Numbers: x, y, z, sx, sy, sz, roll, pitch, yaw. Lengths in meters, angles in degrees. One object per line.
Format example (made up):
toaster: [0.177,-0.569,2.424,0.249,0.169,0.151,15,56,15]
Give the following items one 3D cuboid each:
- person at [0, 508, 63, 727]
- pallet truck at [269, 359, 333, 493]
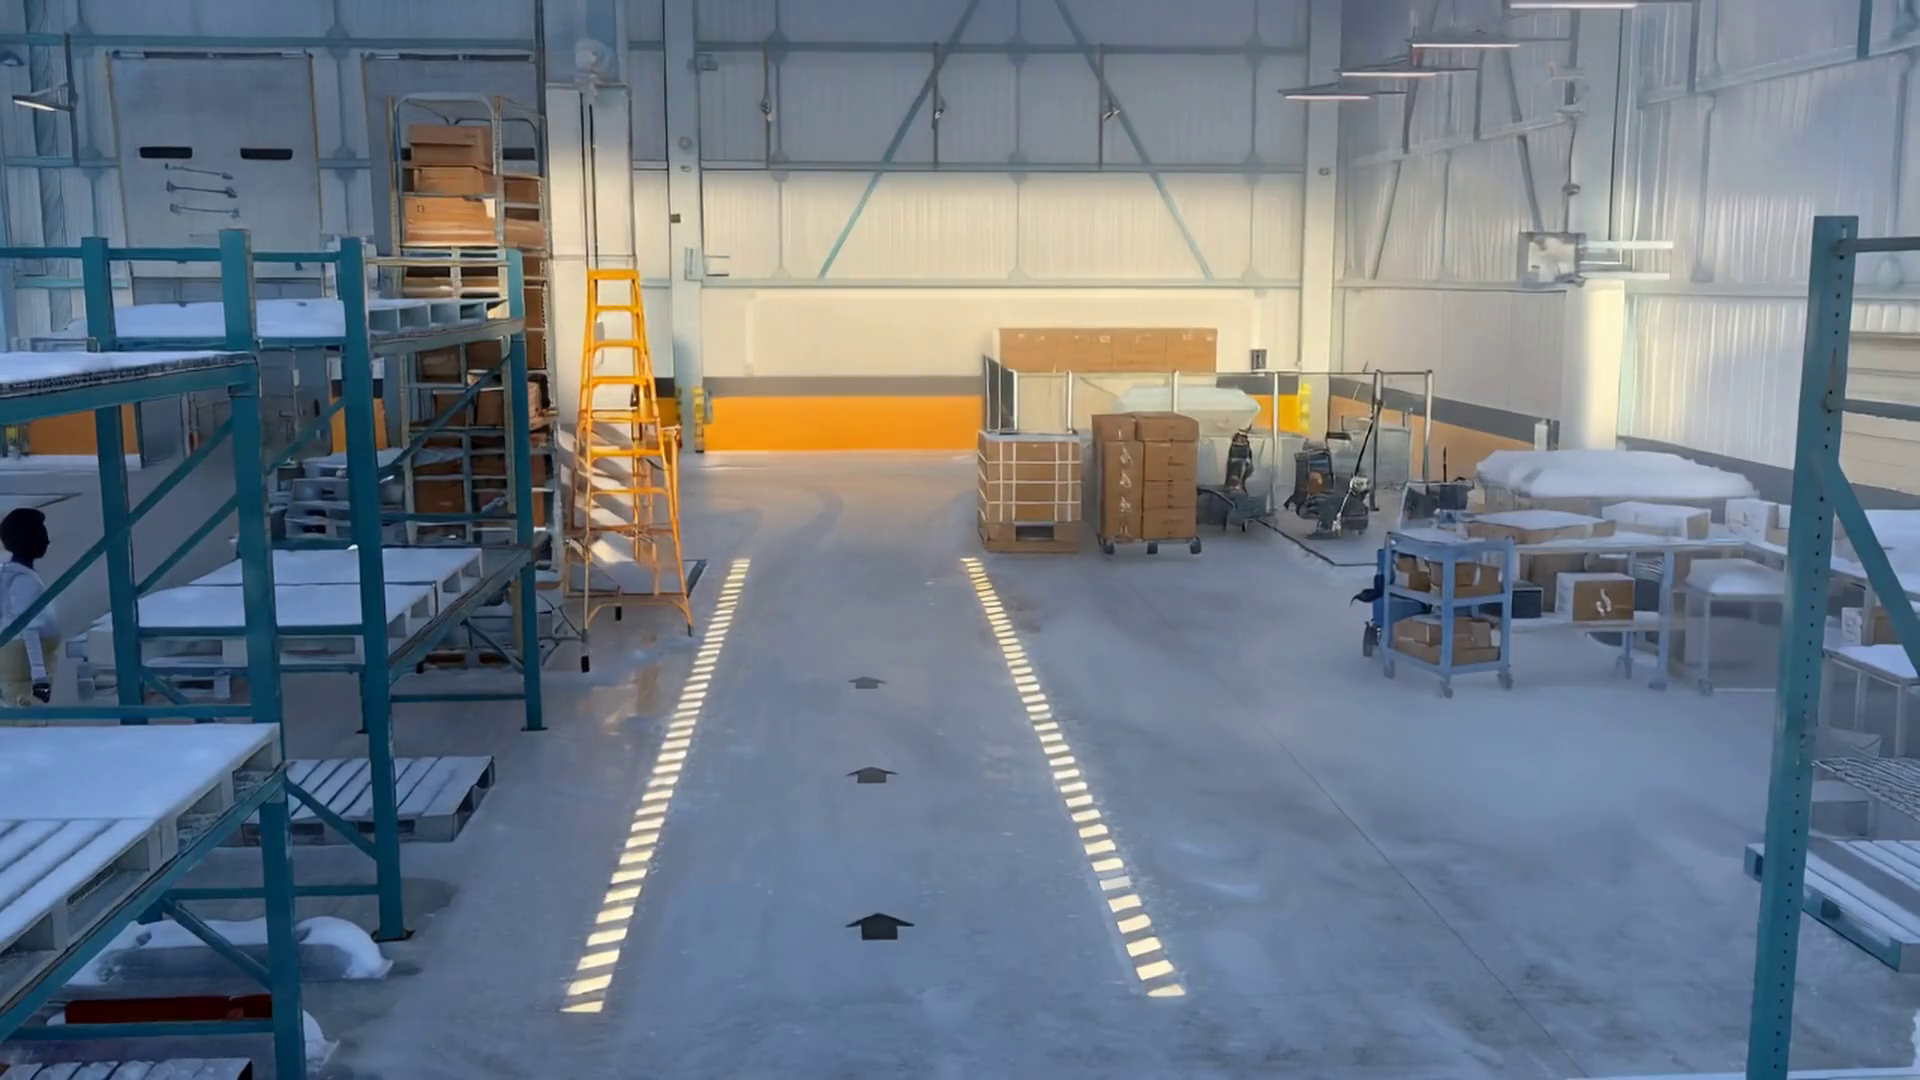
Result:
person: [-4.835,0.672,8.646,0.321,1.689,0.530,-6,11,-32]
pallet truck: [-7.062,-1.131,18.996,1.885,1.965,0.823,2,9,13]
